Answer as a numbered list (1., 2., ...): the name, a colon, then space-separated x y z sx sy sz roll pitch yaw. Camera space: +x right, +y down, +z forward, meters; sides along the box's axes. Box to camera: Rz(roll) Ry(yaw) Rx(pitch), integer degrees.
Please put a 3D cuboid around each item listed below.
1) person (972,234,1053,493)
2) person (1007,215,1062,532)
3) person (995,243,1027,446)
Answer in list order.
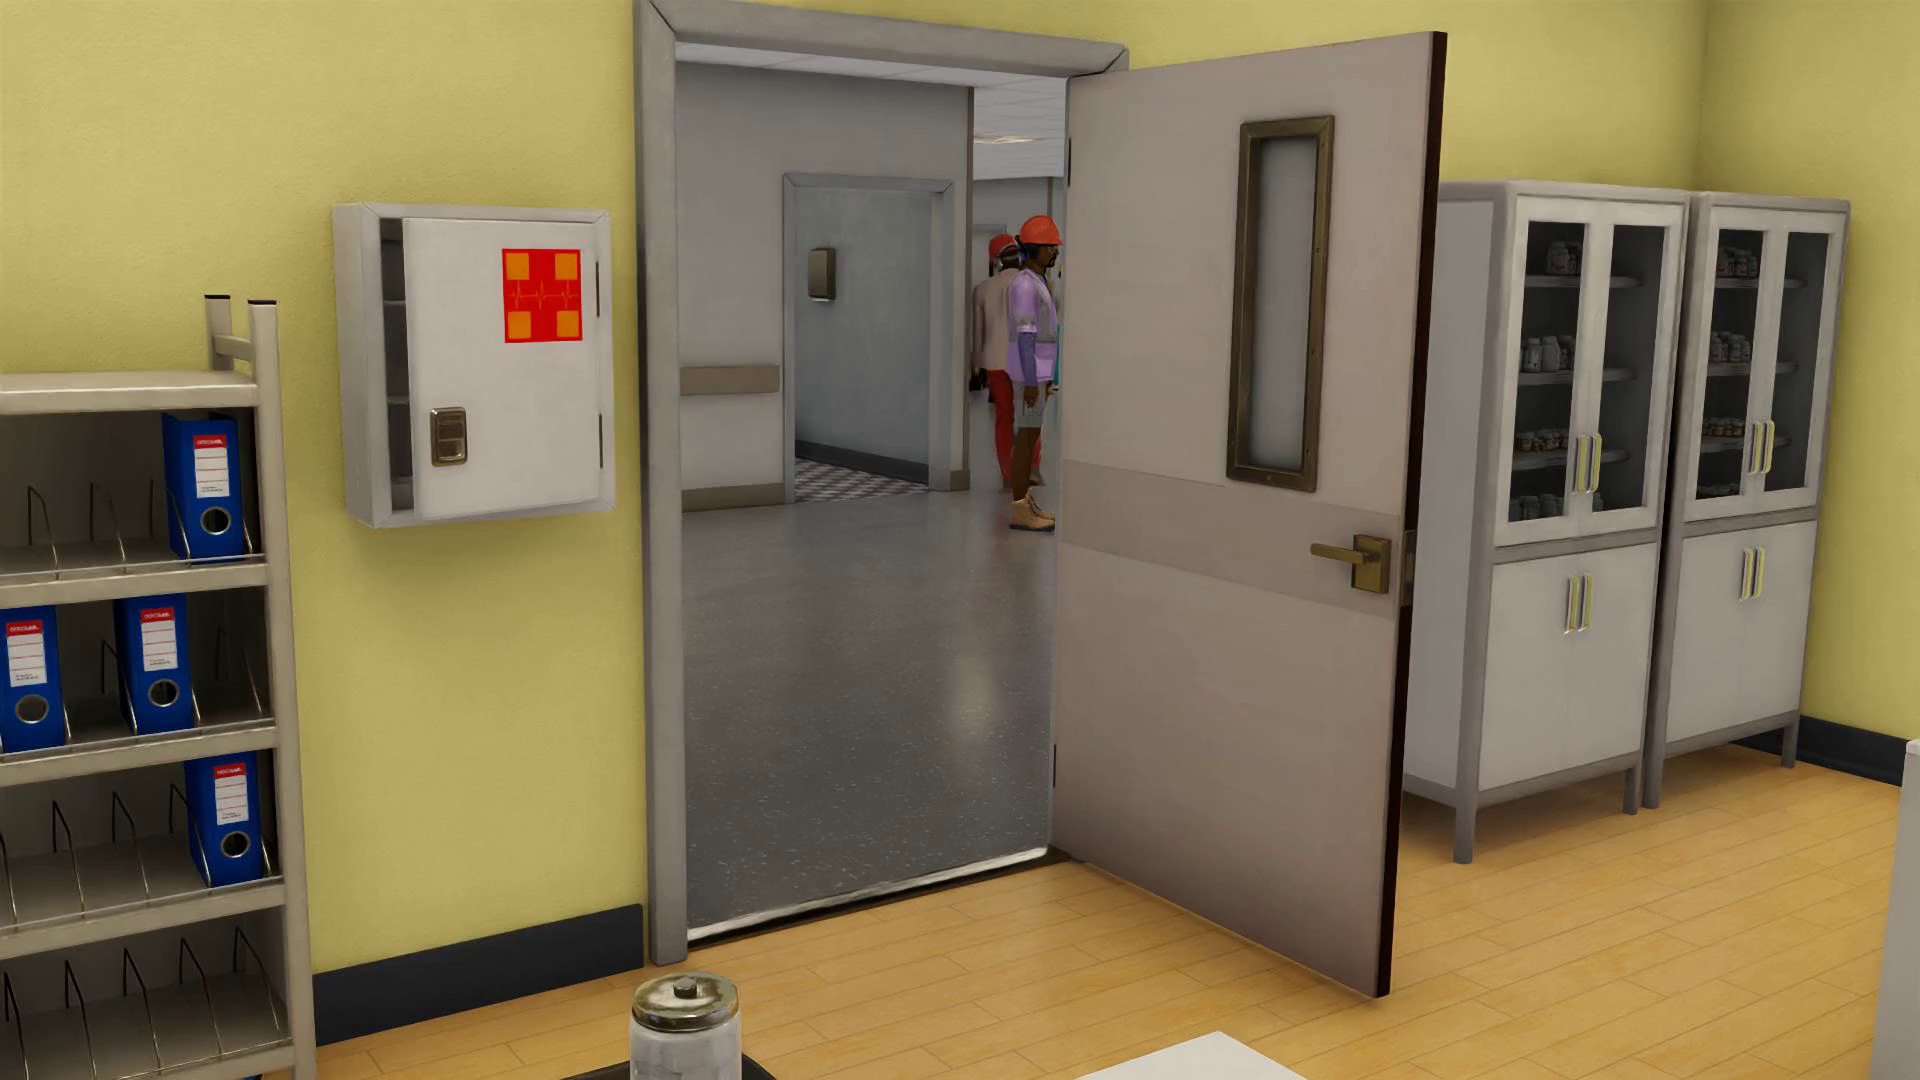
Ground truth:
1. person: 0.399 -1.330 12.616 0.656 1.949 0.533 4 10 16
2. person: 0.497 -1.083 10.869 0.377 2.044 0.607 2 10 8
3. person: 0.513 -1.868 15.875 0.432 1.942 0.630 -2 10 -15
